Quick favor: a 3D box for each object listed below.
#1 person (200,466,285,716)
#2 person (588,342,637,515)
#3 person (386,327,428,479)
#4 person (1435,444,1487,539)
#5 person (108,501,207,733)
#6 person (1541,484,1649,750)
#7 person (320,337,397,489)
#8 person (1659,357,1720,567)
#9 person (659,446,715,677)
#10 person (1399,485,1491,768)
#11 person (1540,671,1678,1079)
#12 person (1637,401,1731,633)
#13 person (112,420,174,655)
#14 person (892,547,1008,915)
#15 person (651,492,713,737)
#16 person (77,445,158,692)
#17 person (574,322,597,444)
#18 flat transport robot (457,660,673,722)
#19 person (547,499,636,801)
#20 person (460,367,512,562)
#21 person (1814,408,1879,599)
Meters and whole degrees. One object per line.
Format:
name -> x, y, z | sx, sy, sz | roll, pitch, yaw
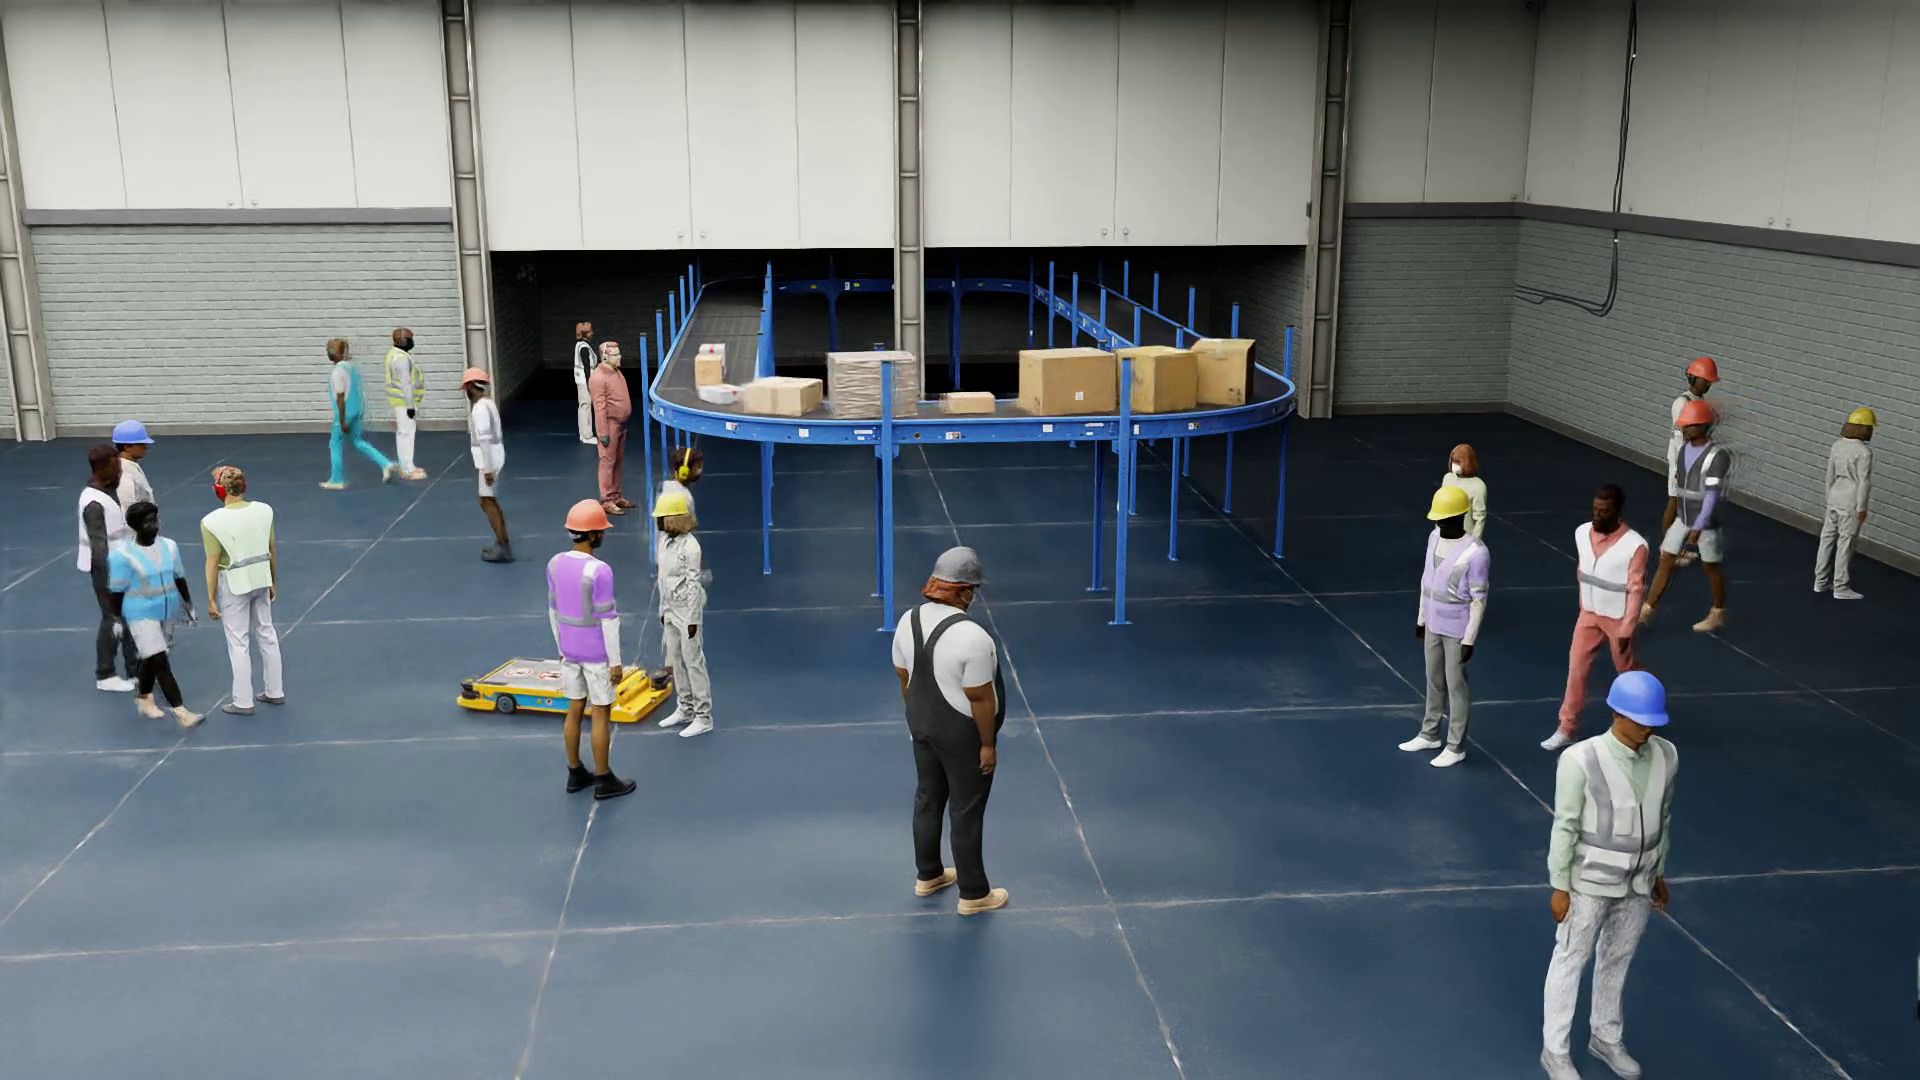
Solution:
person -> -5.200, 0.369, 12.098 | 0.388, 1.838, 0.562 | 8, 16, 30
person -> -3.830, -1.242, 18.397 | 0.409, 1.908, 0.639 | 2, 14, 9
person -> -6.725, -1.663, 20.219 | 0.429, 1.840, 0.633 | -7, 16, -26
person -> 4.194, -0.008, 14.010 | 0.281, 1.634, 0.498 | -7, 16, -27
person -> -5.665, 0.535, 11.781 | 0.866, 1.644, 0.544 | 6, 15, 23
person -> 4.512, 0.507, 11.499 | 0.994, 1.867, 0.602 | -8, 16, -30
person -> -7.136, -1.475, 19.535 | 0.836, 1.816, 0.501 | 1, 14, 5
person -> 7.133, -0.771, 16.249 | 0.394, 2.037, 0.605 | 12, 18, 39
person -> -2.129, 0.174, 12.861 | 0.487, 1.841, 0.542 | -6, 15, -23
person -> 3.252, 0.569, 11.127 | 0.382, 1.918, 0.585 | -6, 15, -21
person -> 2.887, 1.495, 7.368 | 0.615, 1.943, 0.409 | -4, 15, -17
person -> 6.082, -0.165, 13.918 | 1.045, 1.988, 0.626 | -5, 15, -21
person -> -6.620, -0.004, 13.389 | 0.411, 1.939, 0.601 | -6, 15, -23
person -> -0.007, 1.013, 9.100 | 0.536, 2.000, 0.674 | -13, 19, -42
person -> -1.982, 0.516, 11.717 | 0.317, 1.736, 0.486 | -11, 18, -36
person -> -6.377, 0.215, 12.592 | 0.536, 1.898, 0.623 | -4, 15, -17
person -> -5.041, -2.116, 22.433 | 0.310, 1.642, 0.514 | -5, 15, -19
flat transport robot -> -2.930, 1.099, 12.351 | 1.431, 0.197, 0.652 | 4, 14, 14
person -> -2.347, 0.692, 10.596 | 0.551, 1.934, 0.373 | 10, 17, 34
person -> -4.708, -0.754, 16.486 | 0.442, 1.885, 0.675 | -2, 14, -9
person -> 8.083, -0.339, 15.127 | 0.321, 1.737, 0.487 | -3, 14, -11
